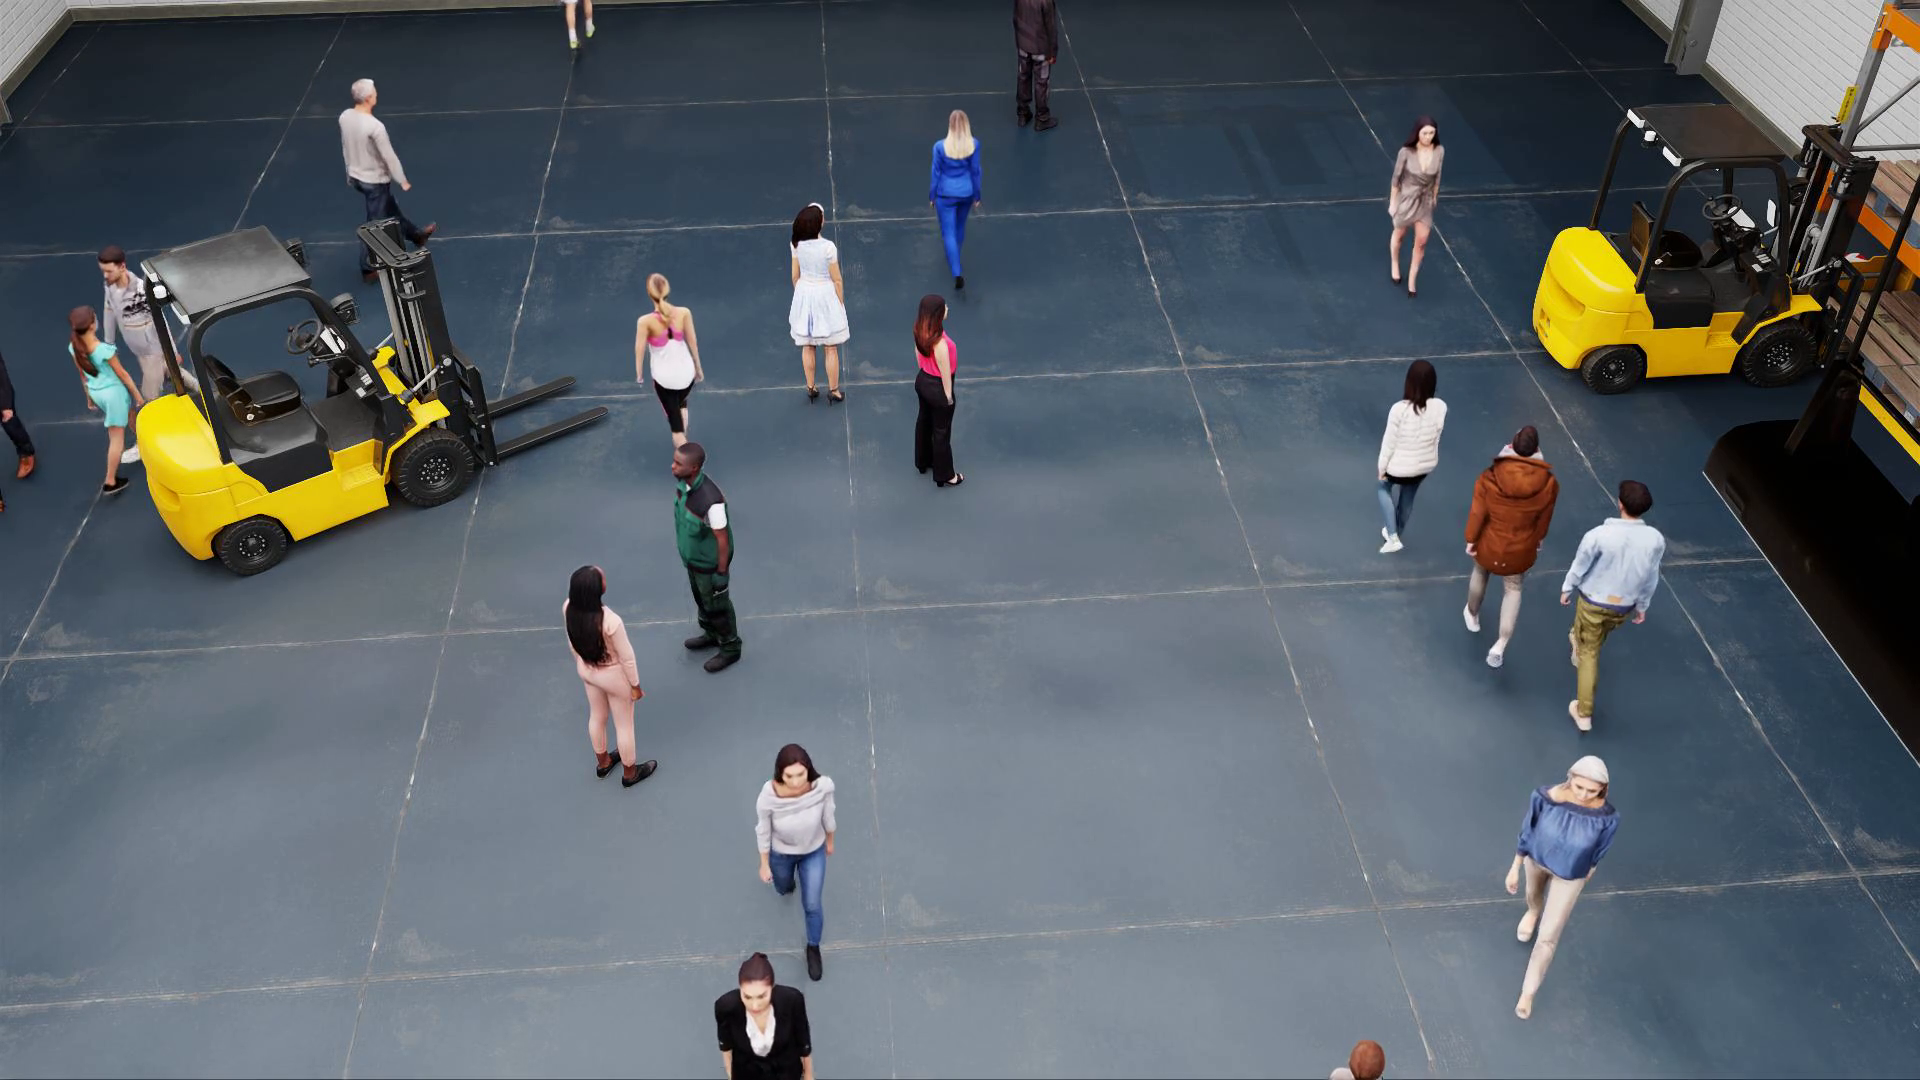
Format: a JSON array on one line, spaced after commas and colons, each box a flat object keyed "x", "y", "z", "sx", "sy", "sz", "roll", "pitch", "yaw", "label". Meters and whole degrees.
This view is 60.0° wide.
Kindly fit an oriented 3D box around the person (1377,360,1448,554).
[{"x": 3.290, "y": -0.532, "z": 12.123, "sx": 0.610, "sy": 1.626, "sz": 0.683, "roll": -4, "pitch": 39, "yaw": -5, "label": "person"}]

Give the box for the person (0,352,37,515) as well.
[{"x": -7.464, "y": -1.140, "z": 12.786, "sx": 0.861, "sy": 1.748, "sz": 1.216, "roll": -9, "pitch": 40, "yaw": -11, "label": "person"}]

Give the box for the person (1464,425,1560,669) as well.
[{"x": 3.692, "y": 0.055, "z": 11.231, "sx": 0.915, "sy": 1.821, "sz": 1.149, "roll": 8, "pitch": 39, "yaw": 9, "label": "person"}]

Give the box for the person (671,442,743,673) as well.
[{"x": -1.702, "y": 0.099, "z": 11.162, "sx": 0.837, "sy": 1.838, "sz": 0.707, "roll": -22, "pitch": 44, "yaw": -26, "label": "person"}]

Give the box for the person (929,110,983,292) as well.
[{"x": -0.031, "y": -3.104, "z": 15.307, "sx": 0.746, "sy": 1.670, "sz": 1.127, "roll": -9, "pitch": 39, "yaw": -11, "label": "person"}]

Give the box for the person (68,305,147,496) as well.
[{"x": -6.619, "y": -1.070, "z": 12.879, "sx": 0.829, "sy": 1.522, "sz": 1.138, "roll": 11, "pitch": 40, "yaw": 13, "label": "person"}]

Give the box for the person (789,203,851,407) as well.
[{"x": -1.173, "y": -1.930, "z": 13.721, "sx": 0.814, "sy": 1.815, "sz": 0.850, "roll": 11, "pitch": 40, "yaw": 13, "label": "person"}]

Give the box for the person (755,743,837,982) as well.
[{"x": -0.940, "y": 1.699, "z": 9.343, "sx": 0.694, "sy": 1.608, "sz": 1.035, "roll": -8, "pitch": 39, "yaw": -10, "label": "person"}]

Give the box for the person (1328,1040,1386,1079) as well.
[{"x": 1.916, "y": 2.889, "z": 8.187, "sx": 0.560, "sy": 1.191, "sz": 0.599, "roll": 20, "pitch": 43, "yaw": 23, "label": "person"}]

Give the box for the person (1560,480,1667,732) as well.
[{"x": 4.194, "y": 0.460, "z": 10.767, "sx": 0.803, "sy": 1.766, "sz": 1.189, "roll": 3, "pitch": 39, "yaw": 3, "label": "person"}]

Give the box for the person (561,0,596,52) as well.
[{"x": -4.594, "y": -6.695, "z": 19.697, "sx": 0.634, "sy": 1.802, "sz": 1.141, "roll": -3, "pitch": 39, "yaw": -4, "label": "person"}]

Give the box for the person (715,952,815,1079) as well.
[{"x": -0.949, "y": 2.539, "z": 8.258, "sx": 0.619, "sy": 1.649, "sz": 0.613, "roll": -7, "pitch": 39, "yaw": -9, "label": "person"}]

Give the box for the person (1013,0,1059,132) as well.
[{"x": 0.807, "y": -5.352, "z": 17.998, "sx": 0.794, "sy": 1.826, "sz": 0.834, "roll": 24, "pitch": 44, "yaw": 27, "label": "person"}]

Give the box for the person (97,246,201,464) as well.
[{"x": -6.401, "y": -1.576, "z": 13.292, "sx": 1.223, "sy": 1.797, "sz": 1.312, "roll": 26, "pitch": 45, "yaw": 29, "label": "person"}]

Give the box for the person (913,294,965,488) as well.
[{"x": -0.184, "y": -1.171, "z": 12.895, "sx": 0.720, "sy": 1.659, "sz": 0.601, "roll": -21, "pitch": 43, "yaw": -25, "label": "person"}]

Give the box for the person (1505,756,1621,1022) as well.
[{"x": 3.307, "y": 1.760, "z": 9.237, "sx": 1.039, "sy": 1.644, "sz": 1.197, "roll": 20, "pitch": 43, "yaw": 24, "label": "person"}]

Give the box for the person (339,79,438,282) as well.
[{"x": -5.482, "y": -3.262, "z": 15.364, "sx": 1.243, "sy": 1.847, "sz": 1.312, "roll": 26, "pitch": 46, "yaw": 29, "label": "person"}]

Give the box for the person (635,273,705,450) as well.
[{"x": -2.187, "y": -1.199, "z": 12.844, "sx": 0.830, "sy": 1.766, "sz": 0.974, "roll": -18, "pitch": 42, "yaw": -21, "label": "person"}]

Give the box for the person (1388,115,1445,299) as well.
[{"x": 4.148, "y": -3.137, "z": 15.305, "sx": 0.653, "sy": 1.723, "sz": 0.768, "roll": -1, "pitch": 39, "yaw": -1, "label": "person"}]

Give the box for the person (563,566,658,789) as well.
[{"x": -2.199, "y": 0.845, "z": 10.322, "sx": 0.704, "sy": 1.721, "sz": 0.723, "roll": 20, "pitch": 43, "yaw": 23, "label": "person"}]
